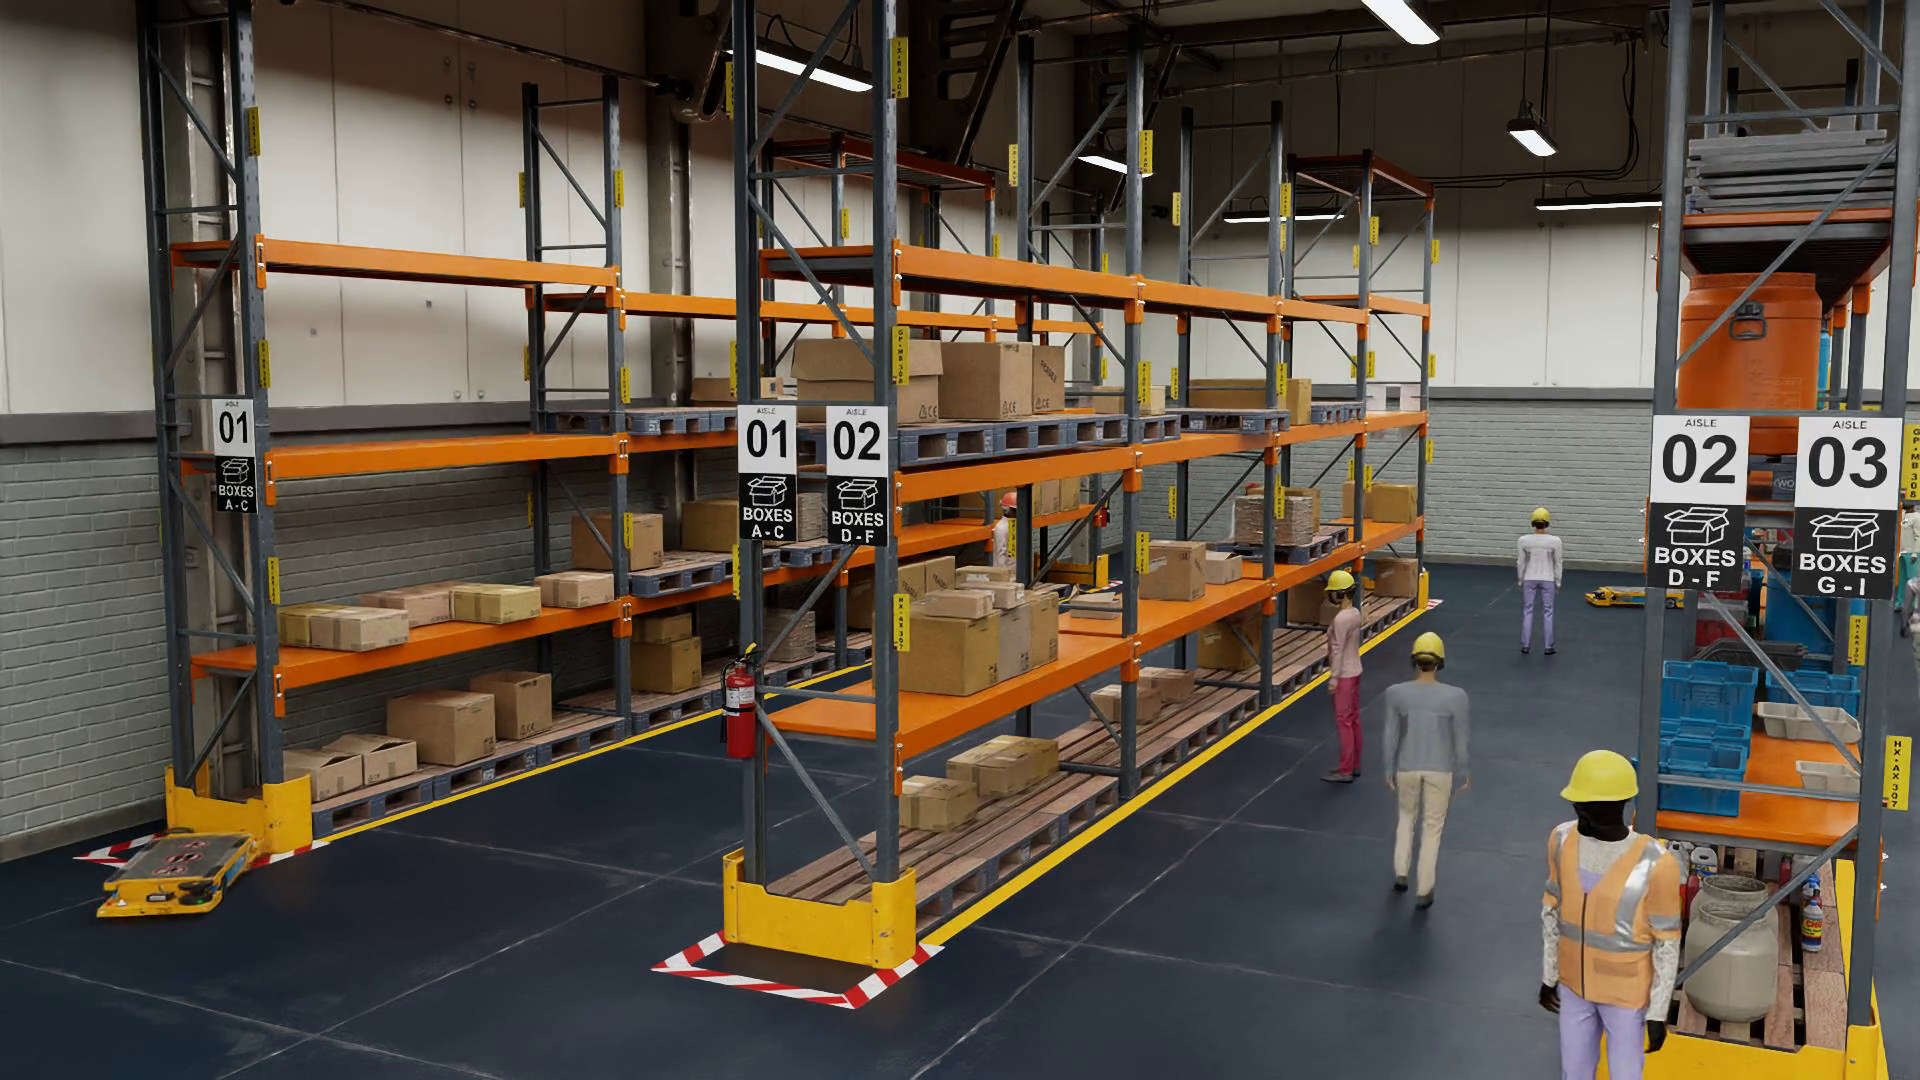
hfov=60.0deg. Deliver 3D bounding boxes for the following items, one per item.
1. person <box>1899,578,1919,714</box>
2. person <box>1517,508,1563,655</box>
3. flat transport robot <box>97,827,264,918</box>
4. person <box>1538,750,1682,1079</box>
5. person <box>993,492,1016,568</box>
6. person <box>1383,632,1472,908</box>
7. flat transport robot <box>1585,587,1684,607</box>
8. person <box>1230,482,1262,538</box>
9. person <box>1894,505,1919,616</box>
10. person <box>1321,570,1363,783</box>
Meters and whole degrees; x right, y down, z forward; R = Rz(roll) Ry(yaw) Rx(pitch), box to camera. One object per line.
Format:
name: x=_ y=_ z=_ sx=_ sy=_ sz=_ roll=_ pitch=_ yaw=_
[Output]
person: x=9.695 y=0.929 z=16.615 sx=0.514 sy=1.597 sz=0.859 roll=2 pitch=6 yaw=18
person: x=6.955 y=0.496 z=19.969 sx=0.525 sy=1.772 sz=0.299 roll=3 pitch=6 yaw=25
flat transport robot: x=-5.105 y=2.164 z=10.964 sx=0.652 sy=0.197 sz=1.431 roll=-1 pitch=6 yaw=-10
person: x=2.583 y=1.786 z=6.686 sx=0.383 sy=1.923 sz=0.589 roll=-4 pitch=7 yaw=-33
person: x=0.576 y=0.428 z=19.601 sx=0.397 sy=1.984 sz=0.608 roll=2 pitch=6 yaw=14
person: x=3.001 y=1.465 z=10.679 sx=0.534 sy=1.748 sz=0.543 roll=3 pitch=7 yaw=28
flat transport robot: x=9.858 y=0.818 z=24.045 sx=1.431 sy=0.197 sz=0.652 roll=1 pitch=6 yaw=10
person: x=4.136 y=0.116 z=23.315 sx=0.600 sy=1.837 sz=0.925 roll=3 pitch=7 yaw=30
person: x=13.173 y=0.170 z=23.161 sx=0.311 sy=1.769 sz=0.525 roll=0 pitch=6 yaw=-4
person: x=3.179 y=1.131 z=13.857 sx=0.335 sy=1.761 sz=0.521 roll=3 pitch=7 yaw=28
